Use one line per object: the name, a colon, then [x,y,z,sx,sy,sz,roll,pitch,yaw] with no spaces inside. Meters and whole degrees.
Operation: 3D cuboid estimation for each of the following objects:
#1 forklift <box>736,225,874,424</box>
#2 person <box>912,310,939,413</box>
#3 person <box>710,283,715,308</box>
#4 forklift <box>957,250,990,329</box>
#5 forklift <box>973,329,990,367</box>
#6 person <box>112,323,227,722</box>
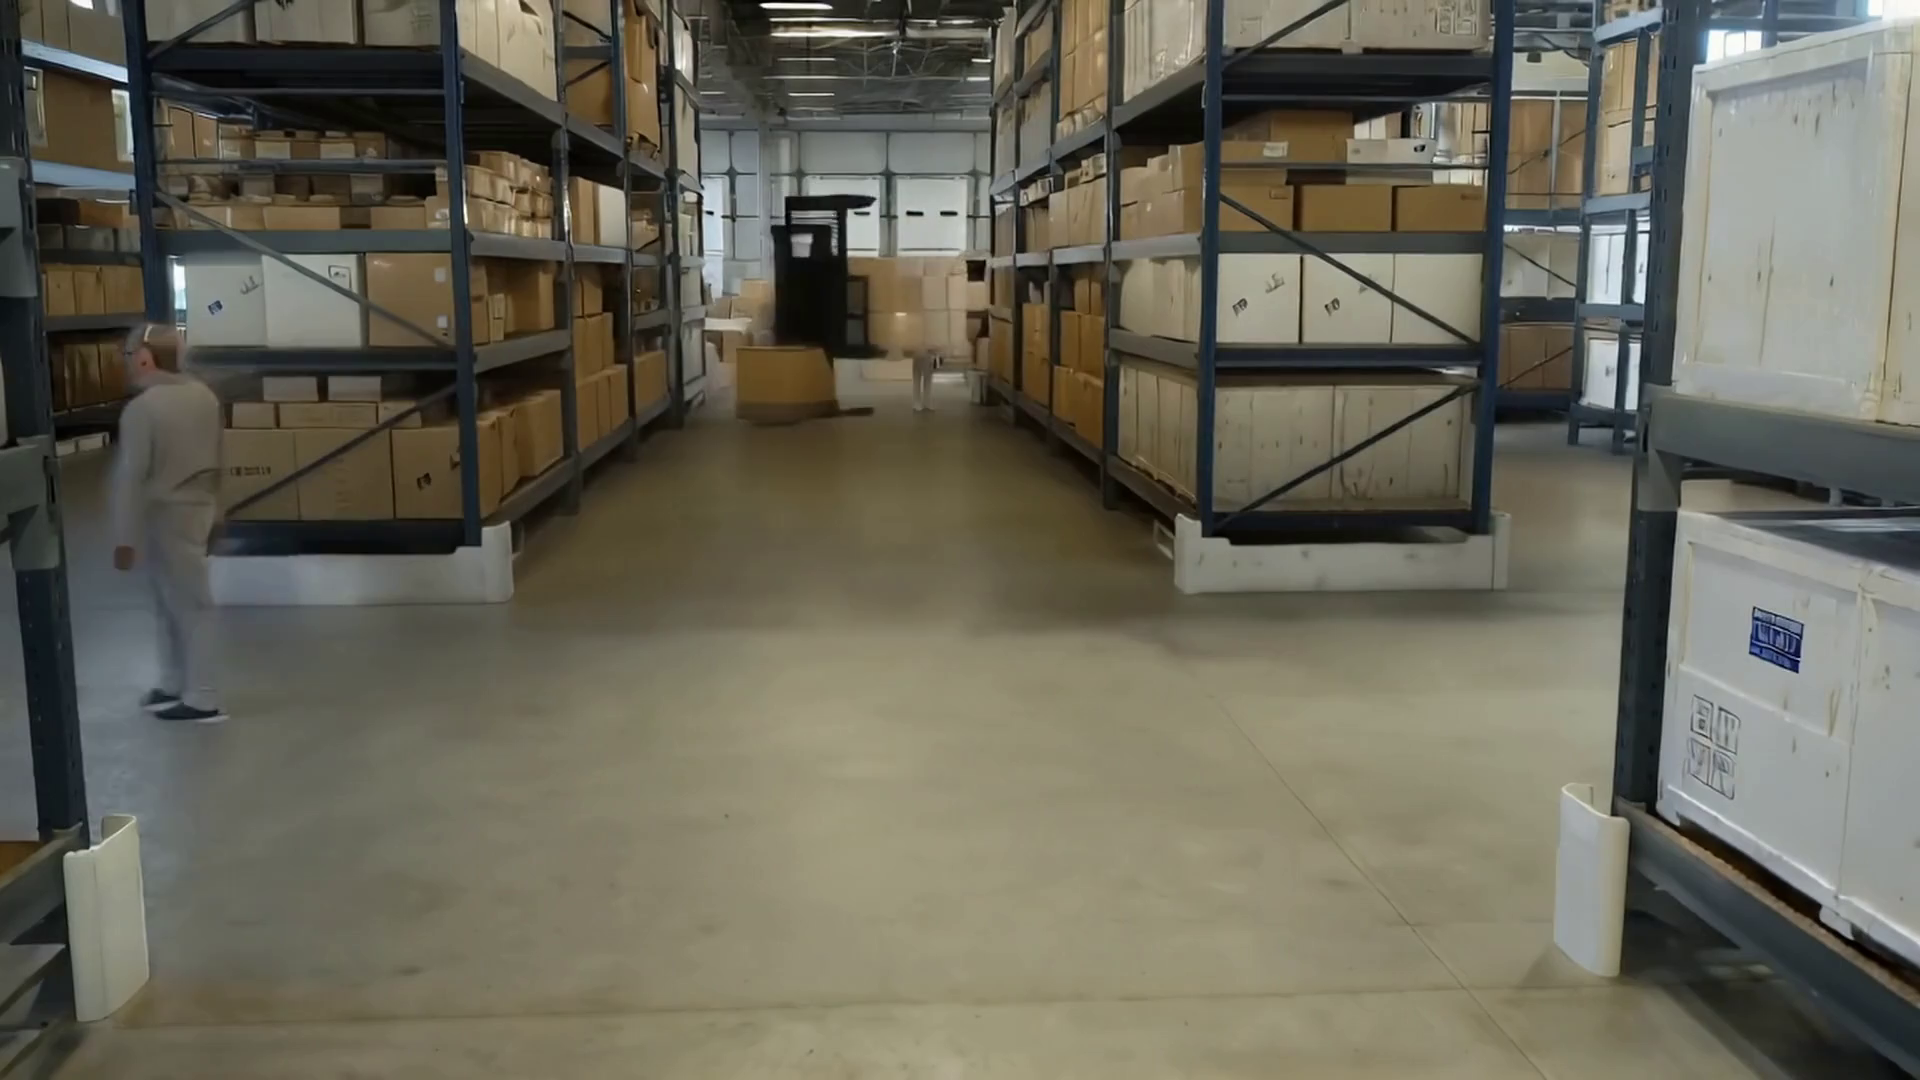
forklift: [-2.282,-3.145,24.079,1.129,2.768,1.873,7,11,36]
person: [-0.554,-2.797,25.772,0.513,1.642,0.311,-8,12,-42]
person: [-6.597,-5.765,43.537,0.475,1.927,0.642,0,9,2]
forklift: [0.393,-6.751,46.723,1.129,2.768,1.873,2,9,11]
forklift: [1.196,-4.174,30.542,1.873,2.768,1.129,-1,9,-4]
person: [-3.823,-0.069,7.846,0.657,1.887,0.673,0,9,2]
